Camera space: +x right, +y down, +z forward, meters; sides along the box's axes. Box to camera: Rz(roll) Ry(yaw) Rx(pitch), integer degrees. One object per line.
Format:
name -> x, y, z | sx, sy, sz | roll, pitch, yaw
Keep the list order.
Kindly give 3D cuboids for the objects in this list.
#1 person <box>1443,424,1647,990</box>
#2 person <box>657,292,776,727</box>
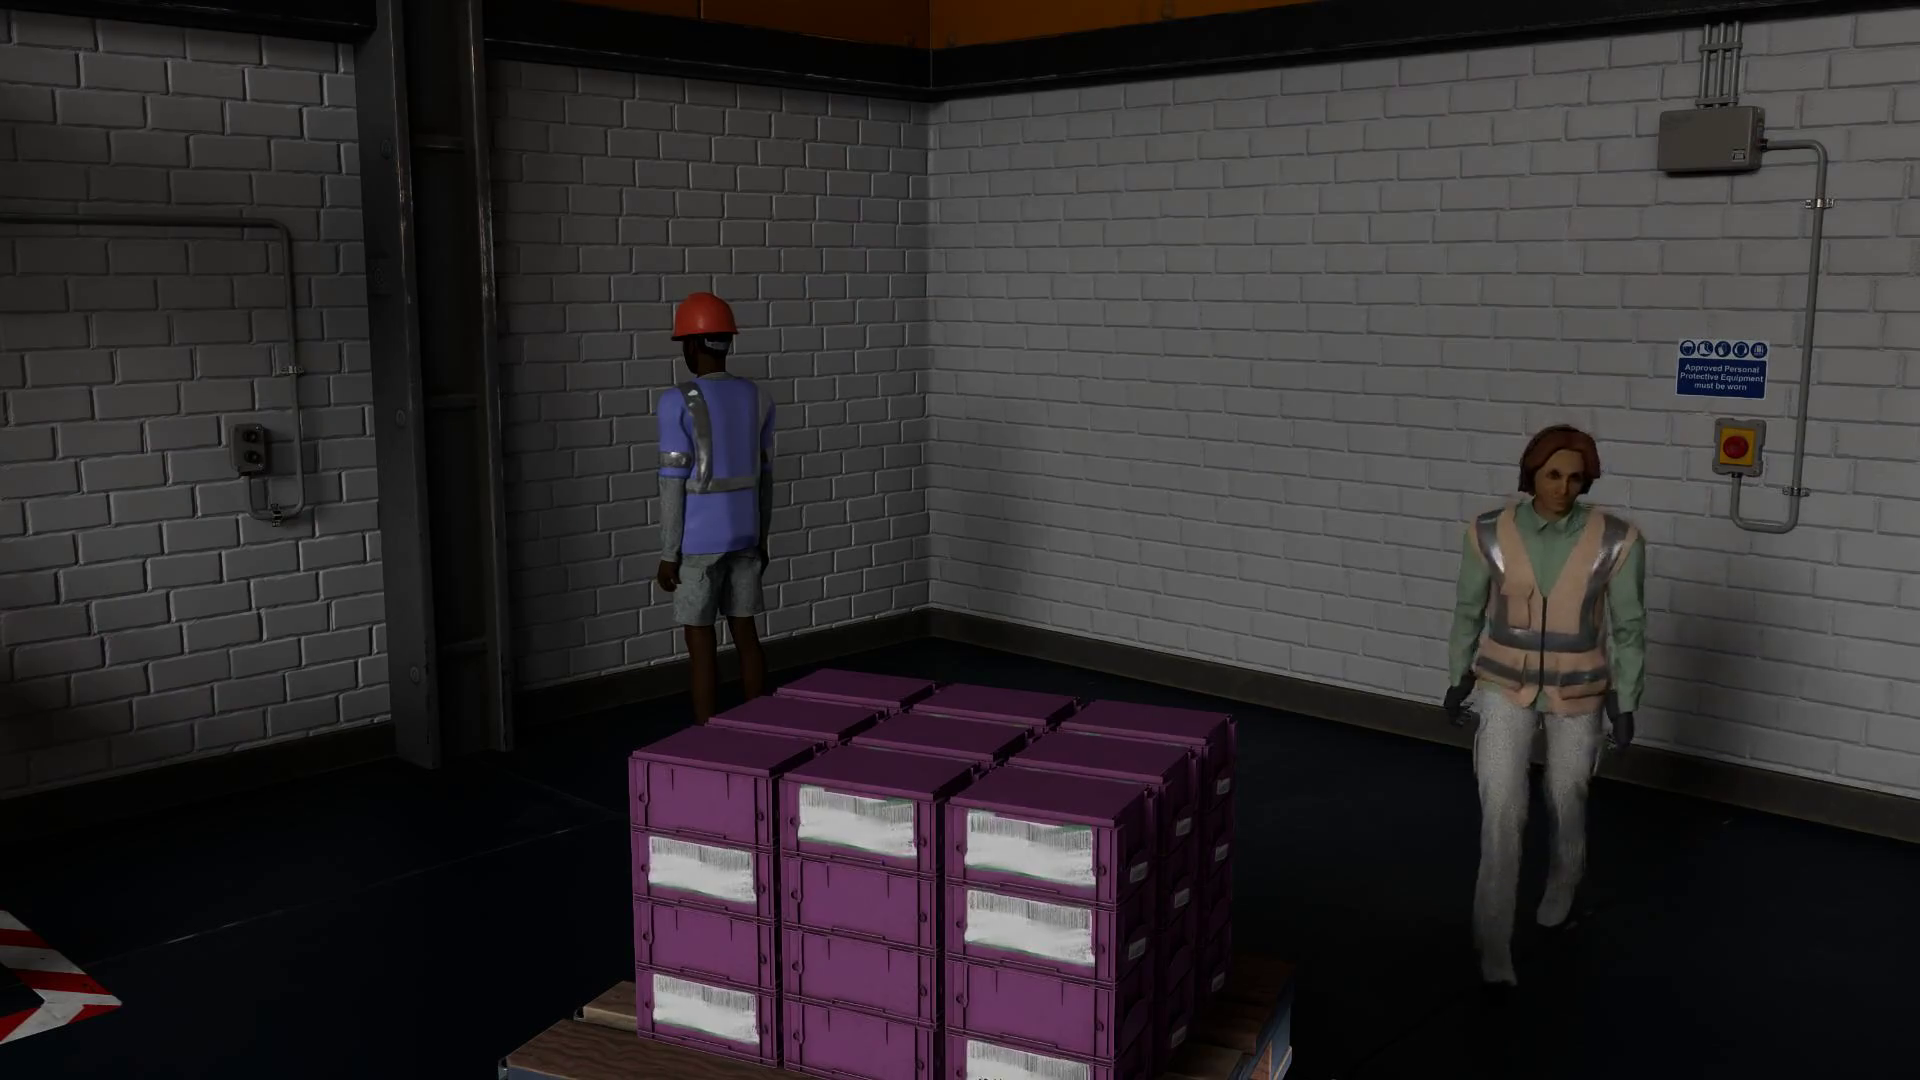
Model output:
person -> 1.692, 0.449, 4.845 | 0.557, 1.592, 0.879 | 4, 10, 22
person -> -0.987, -0.010, 6.624 | 0.382, 1.931, 0.540 | 8, 12, 40
